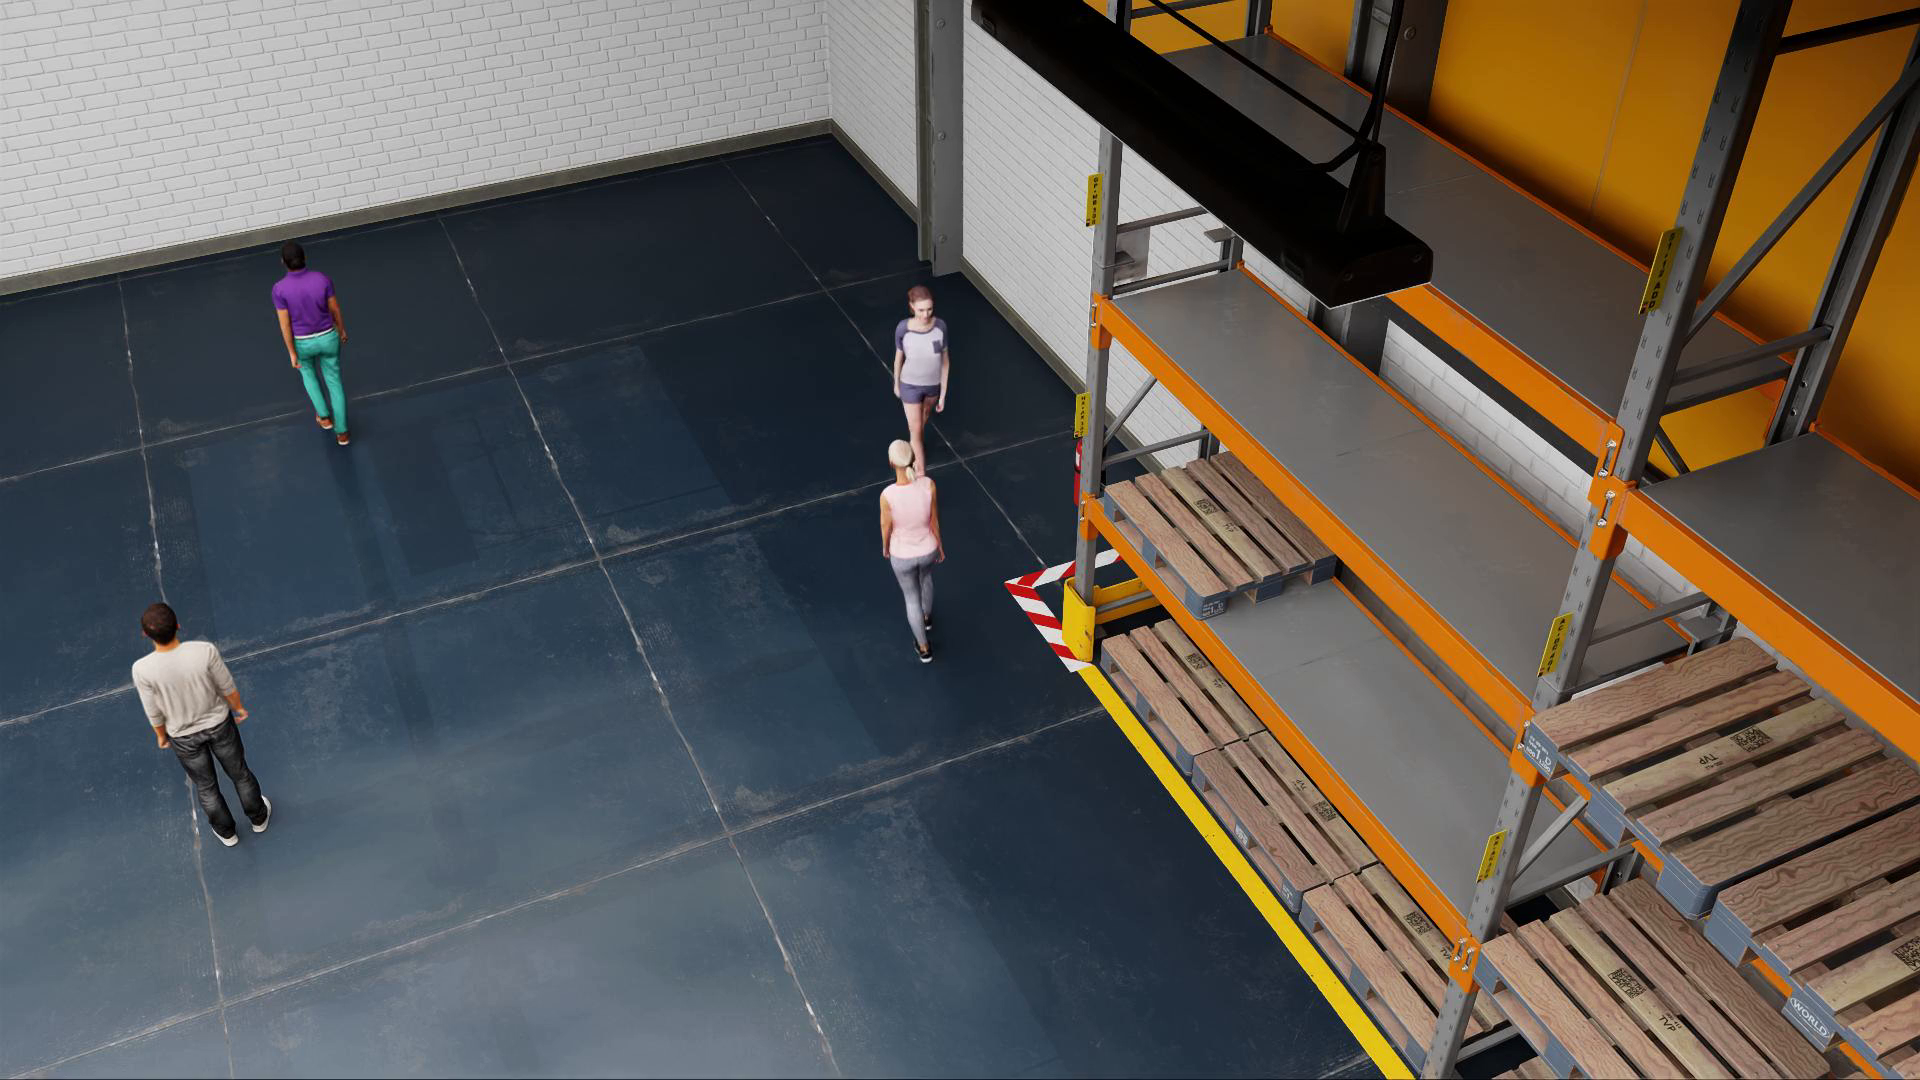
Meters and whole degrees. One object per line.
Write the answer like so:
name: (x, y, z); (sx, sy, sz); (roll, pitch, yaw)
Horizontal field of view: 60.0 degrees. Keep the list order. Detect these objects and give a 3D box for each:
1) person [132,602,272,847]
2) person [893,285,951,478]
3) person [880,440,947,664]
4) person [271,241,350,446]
person: (-4.497, 1.095, 9.842); (0.682, 1.811, 0.555); (-20, 43, -23)
person: (-0.314, -1.250, 12.859); (0.684, 1.712, 1.219); (-9, 40, -12)
person: (-0.291, 0.133, 11.137); (0.624, 1.700, 0.820); (-10, 40, -12)
person: (-5.078, -1.519, 13.164); (0.632, 1.750, 0.728); (-18, 42, -21)
